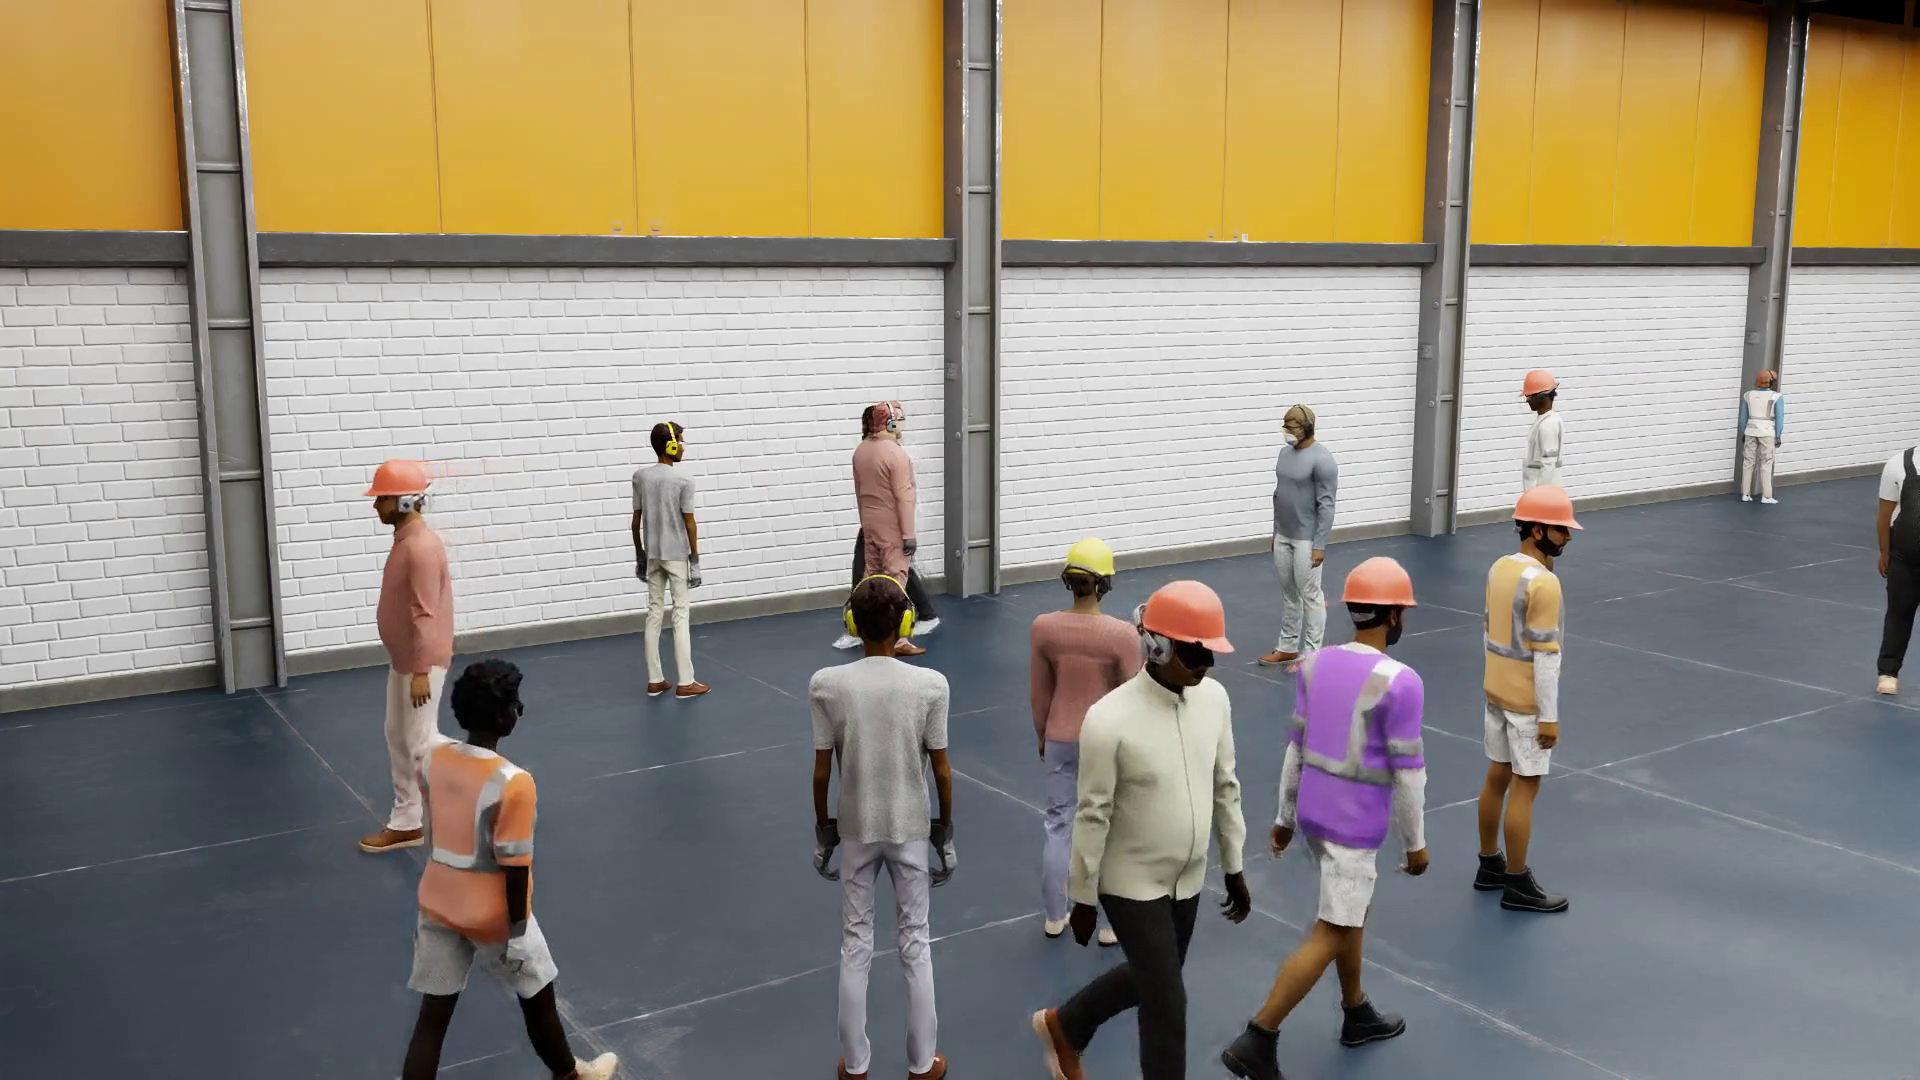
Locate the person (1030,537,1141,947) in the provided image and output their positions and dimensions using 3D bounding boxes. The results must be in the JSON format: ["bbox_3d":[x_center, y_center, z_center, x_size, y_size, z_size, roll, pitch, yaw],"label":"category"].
[{"bbox_3d":[0.550,0.863,7.139,0.523,1.767,0.313,5,11,26],"label":"person"}]

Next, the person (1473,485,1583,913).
[{"bbox_3d":[2.579,0.709,7.560,0.376,1.934,0.546,-1,9,-6],"label":"person"}]

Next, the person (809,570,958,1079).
[{"bbox_3d":[-0.263,1.036,5.810,0.511,1.862,0.328,0,9,2],"label":"person"}]

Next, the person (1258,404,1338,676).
[{"bbox_3d":[2.422,-0.006,11.866,0.372,1.934,0.627,-4,10,-23],"label":"person"}]

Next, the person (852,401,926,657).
[{"bbox_3d":[-0.524,-0.086,12.428,0.410,1.909,0.643,-7,12,-36],"label":"person"}]

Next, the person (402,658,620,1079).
[{"bbox_3d":[-1.537,1.196,5.461,0.543,1.645,0.867,6,11,31],"label":"person"}]

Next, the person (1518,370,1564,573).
[{"bbox_3d":[4.862,-0.410,14.001,0.391,2.034,0.605,3,10,18],"label":"person"}]

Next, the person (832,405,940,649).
[{"bbox_3d":[-0.568,-0.119,12.833,0.598,1.874,1.008,9,13,43],"label":"person"}]

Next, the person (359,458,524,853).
[{"bbox_3d":[-2.611,0.569,8.263,0.725,1.977,0.612,-5,11,-29],"label":"person"}]

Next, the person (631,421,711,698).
[{"bbox_3d":[-1.970,0.138,11.220,0.520,1.863,0.335,4,10,25],"label":"person"}]

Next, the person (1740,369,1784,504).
[{"bbox_3d":[9.770,-1.259,20.292,0.315,1.641,0.515,-7,12,-36],"label":"person"}]

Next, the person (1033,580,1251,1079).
[{"bbox_3d":[0.572,1.060,5.415,0.635,1.955,0.923,-8,12,-40],"label":"person"}]

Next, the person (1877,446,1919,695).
[{"bbox_3d":[6.505,0.063,11.128,0.687,2.000,0.538,5,11,30],"label":"person"}]

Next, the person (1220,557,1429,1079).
[{"bbox_3d":[1.297,1.009,5.943,0.905,1.893,0.566,-4,10,-24],"label":"person"}]
